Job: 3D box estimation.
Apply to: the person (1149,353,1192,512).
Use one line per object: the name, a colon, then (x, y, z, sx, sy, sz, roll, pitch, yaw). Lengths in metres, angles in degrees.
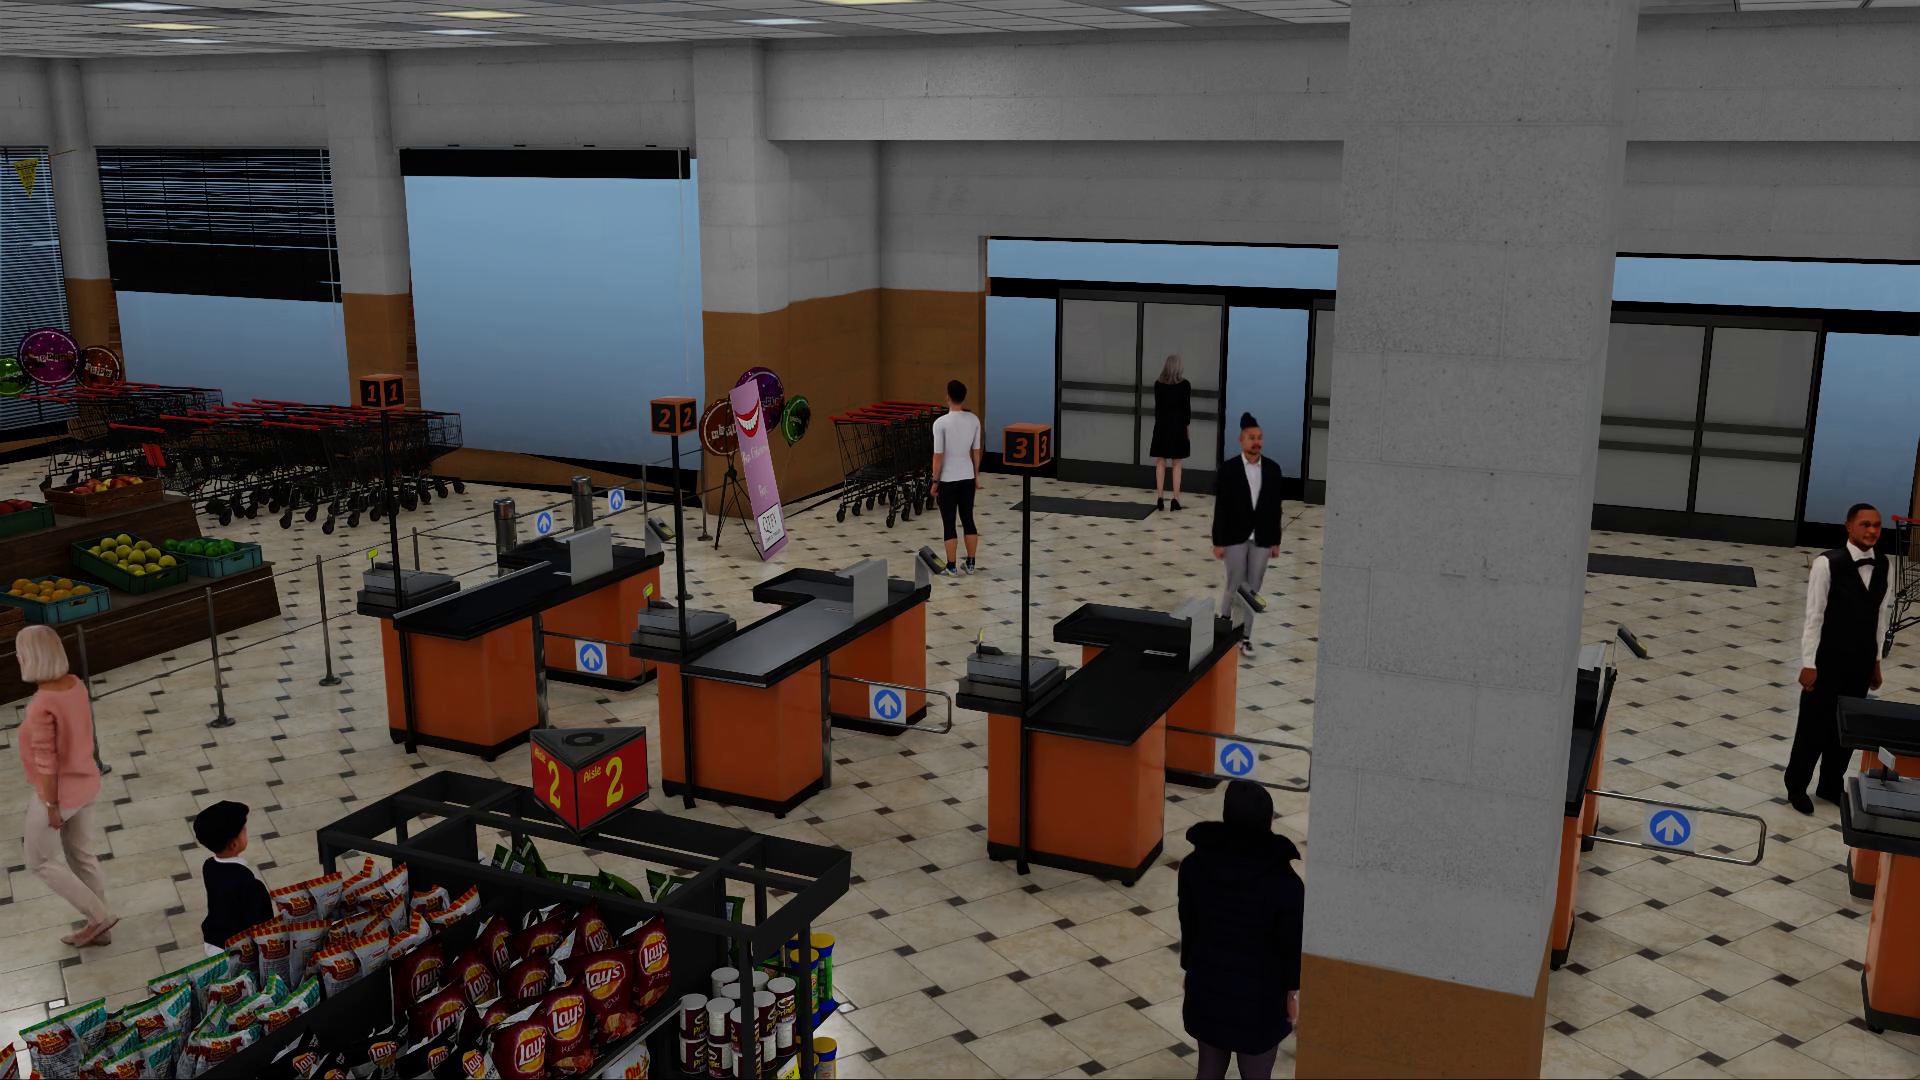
person: (2.324, -1.191, 18.309, 0.632, 1.745, 0.607, 4, 14, 16)

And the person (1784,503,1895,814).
person: (5.359, 0.708, 10.113, 0.779, 1.918, 0.776, -2, 14, -6)

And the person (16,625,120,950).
person: (-4.384, 1.251, 8.306, 0.768, 1.714, 0.691, 1, 14, 3)

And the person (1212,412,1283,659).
person: (2.239, -0.059, 13.213, 0.902, 1.947, 0.953, -3, 14, -11)

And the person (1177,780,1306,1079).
person: (1.075, 1.719, 6.459, 0.676, 1.674, 0.645, 7, 15, 28)

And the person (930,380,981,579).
person: (-0.029, -0.578, 15.555, 0.708, 1.851, 0.809, -8, 16, -29)

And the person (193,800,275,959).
person: (-3.208, 1.739, 7.337, 0.517, 1.223, 0.499, 8, 16, 30)
